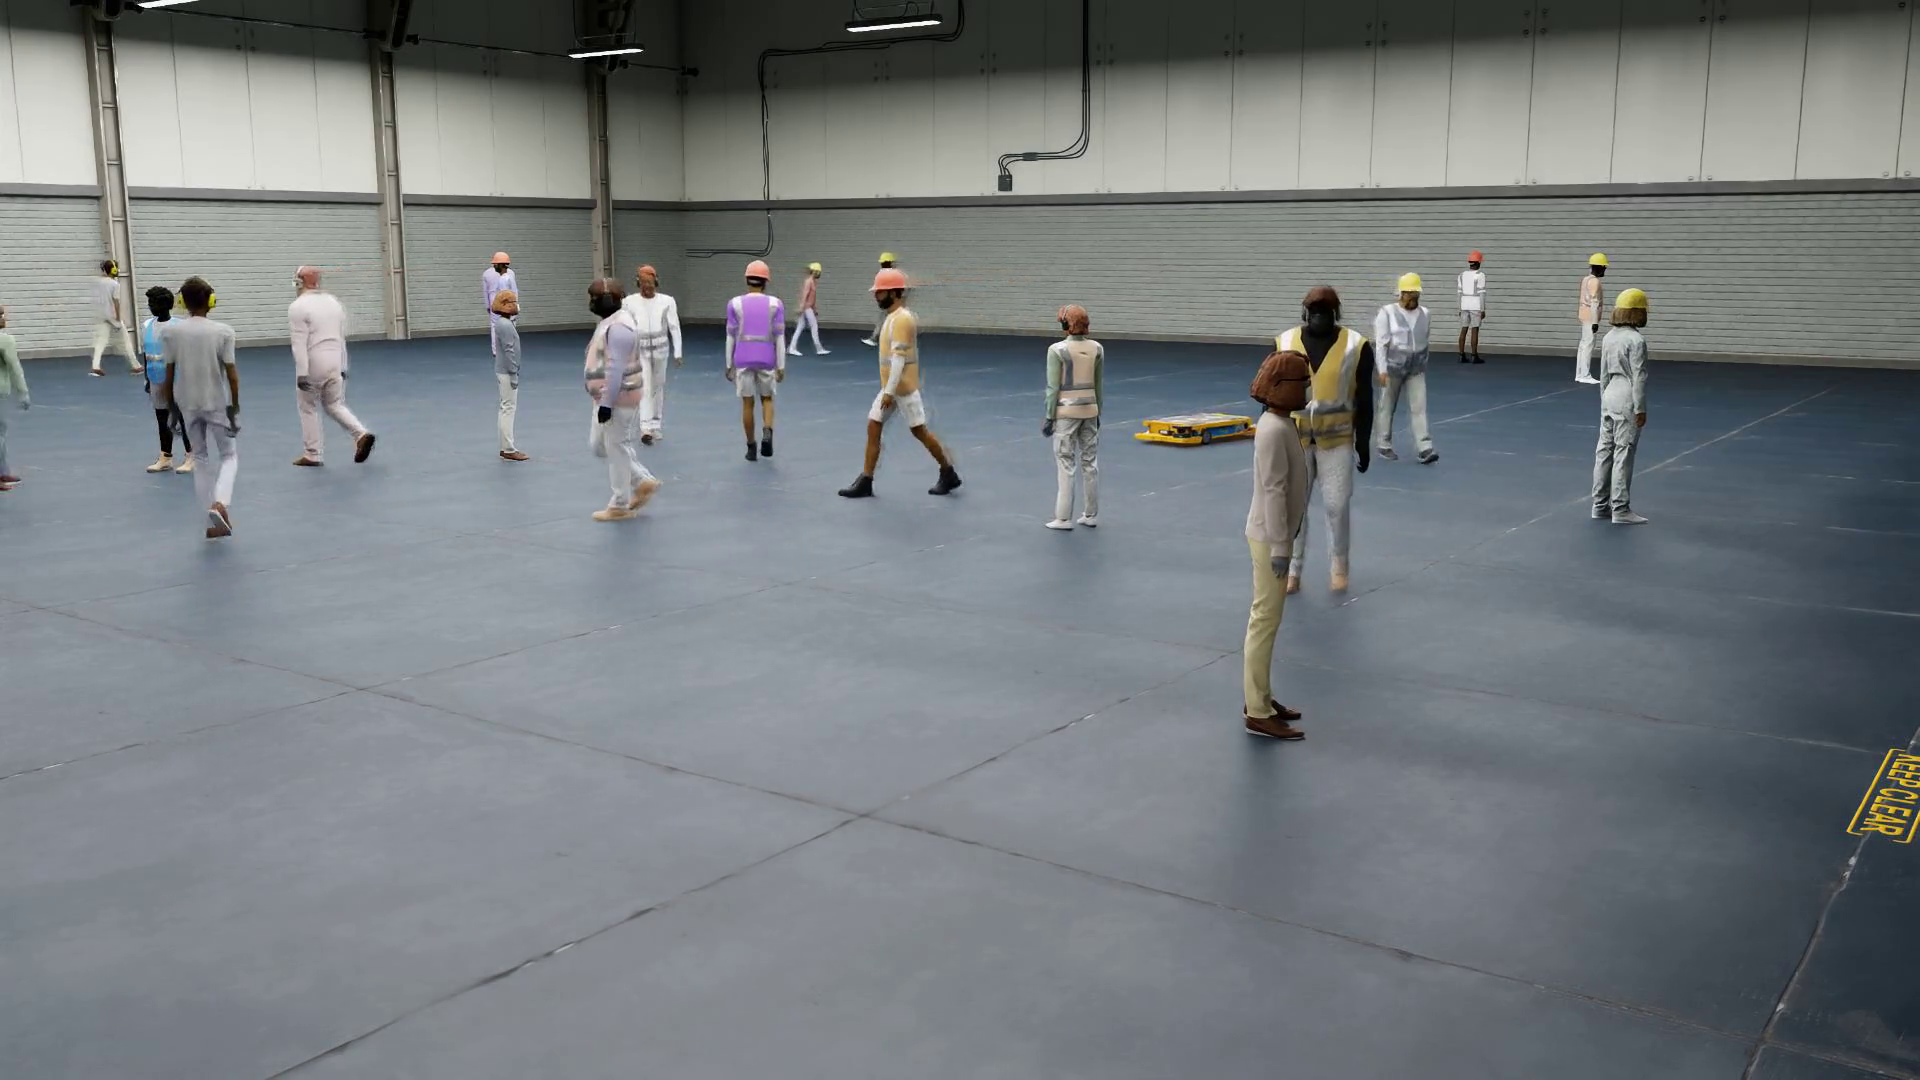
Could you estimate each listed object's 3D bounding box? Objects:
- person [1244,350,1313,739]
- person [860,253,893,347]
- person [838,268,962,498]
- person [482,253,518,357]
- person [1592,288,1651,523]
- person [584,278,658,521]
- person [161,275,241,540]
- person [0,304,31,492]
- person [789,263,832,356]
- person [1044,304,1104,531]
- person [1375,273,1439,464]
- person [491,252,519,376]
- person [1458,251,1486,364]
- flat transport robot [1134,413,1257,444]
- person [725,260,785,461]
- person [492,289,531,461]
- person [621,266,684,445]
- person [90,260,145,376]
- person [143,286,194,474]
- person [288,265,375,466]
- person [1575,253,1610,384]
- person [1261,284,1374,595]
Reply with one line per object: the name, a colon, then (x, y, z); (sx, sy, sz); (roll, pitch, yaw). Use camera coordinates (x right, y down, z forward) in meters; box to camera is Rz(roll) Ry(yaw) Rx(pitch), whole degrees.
person: (1.353, 0.011, 7.066); (0.279, 1.634, 0.498); (2, 10, 11)
person: (-1.469, -4.713, 32.837); (1.014, 1.872, 0.597); (-5, 11, -27)
person: (-0.460, -1.281, 13.628); (1.026, 1.887, 0.542); (-4, 11, -20)
person: (-8.390, -4.308, 30.484); (0.642, 1.913, 0.408); (1, 10, 8)
person: (4.958, -0.997, 12.407); (0.293, 1.745, 0.486); (-2, 10, -13)
person: (-2.572, -1.046, 12.471); (0.478, 1.824, 0.627); (-4, 11, -22)
person: (-5.277, -0.903, 11.576); (0.519, 1.856, 0.460); (-2, 10, -11)
person: (-8.079, -1.220, 14.017); (0.537, 1.608, 0.662); (2, 10, 11)
person: (-2.776, -4.259, 30.772); (0.879, 1.693, 0.536); (-1, 10, -5)
person: (0.830, -0.885, 12.077); (0.520, 1.636, 0.310); (-7, 13, -36)
person: (4.219, -1.610, 15.709); (0.614, 1.789, 0.893); (-2, 10, -10)
person: (-7.071, -3.492, 25.836); (0.364, 1.939, 0.542); (-1, 10, -4)
person: (8.874, -4.022, 28.803); (0.360, 1.939, 0.543); (-7, 13, -36)
flat transport robot: (2.547, -1.190, 17.614); (0.652, 0.197, 1.431); (10, 14, 44)
person: (-1.967, -1.707, 15.918); (0.567, 1.919, 0.433); (-2, 10, -11)
person: (-4.322, -1.580, 15.972); (0.280, 1.636, 0.500); (-4, 11, -22)
person: (-3.194, -1.915, 17.286); (0.603, 1.828, 0.987); (-2, 10, -13)
person: (-13.337, -3.495, 26.193); (0.512, 1.823, 0.980); (4, 11, 22)
person: (-7.167, -1.445, 15.057); (0.530, 1.693, 0.321); (3, 11, 16)
person: (-5.877, -1.605, 15.454); (0.730, 1.879, 0.660); (4, 11, 20)
person: (9.407, -3.288, 24.724); (0.384, 1.924, 0.594); (2, 10, 8)
person: (2.106, -0.590, 9.859); (0.643, 1.841, 0.429); (4, 11, 20)
